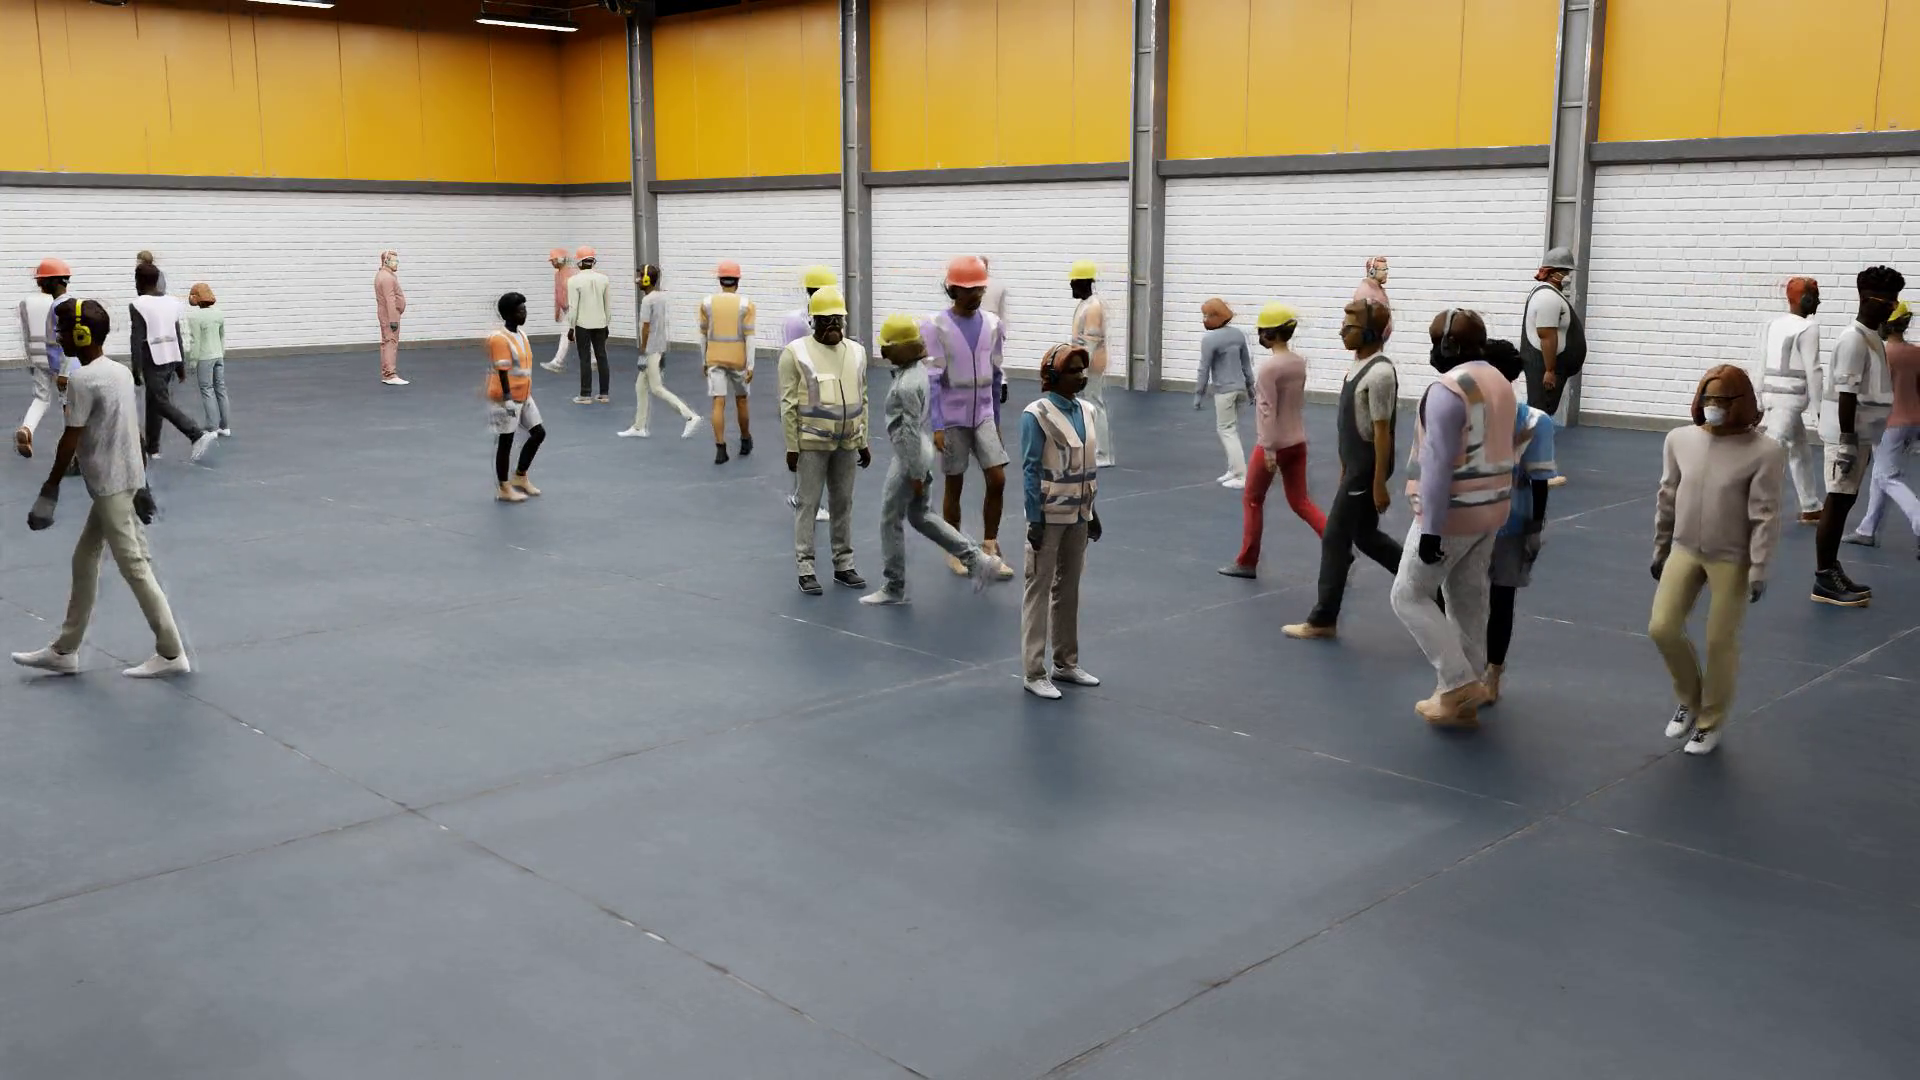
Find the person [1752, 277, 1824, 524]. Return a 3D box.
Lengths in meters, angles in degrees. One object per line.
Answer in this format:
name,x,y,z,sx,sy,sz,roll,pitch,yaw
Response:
person,6.032,-0.998,12.176,0.997,1.839,0.575,0,10,3

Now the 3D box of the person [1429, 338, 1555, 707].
person,2.332,-0.051,7.389,0.550,1.671,0.615,6,12,31

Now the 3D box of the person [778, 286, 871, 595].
person,-0.789,-0.598,9.972,0.588,1.833,0.404,-7,13,-34

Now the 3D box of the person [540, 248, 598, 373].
person,-6.071,-3.573,25.937,1.054,1.925,0.659,-7,13,-35

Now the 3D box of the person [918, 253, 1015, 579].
person,0.071,-0.734,10.210,0.618,2.021,0.646,-6,12,-28

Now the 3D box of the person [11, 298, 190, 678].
person,-4.183,-0.219,7.911,0.912,1.830,0.511,-2,11,-11

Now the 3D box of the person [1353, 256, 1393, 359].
person,4.418,-2.071,17.802,0.399,1.908,0.643,6,12,28

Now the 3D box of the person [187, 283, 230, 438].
person,-7.935,-1.885,17.535,0.282,1.633,0.500,2,11,13

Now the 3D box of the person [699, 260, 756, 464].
person,-2.193,-1.707,15.860,0.557,1.889,0.961,0,10,1

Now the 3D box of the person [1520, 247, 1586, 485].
person,5.116,-1.508,14.365,0.536,2.000,0.682,2,11,12

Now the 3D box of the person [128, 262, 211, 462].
person,-7.537,-1.677,15.737,0.911,1.887,0.597,2,11,12

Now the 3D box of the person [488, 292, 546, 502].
person,-3.547,-1.131,13.268,0.418,1.681,0.539,2,11,13

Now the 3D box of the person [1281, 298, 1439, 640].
person,2.175,-0.358,8.715,0.852,1.822,0.518,1,10,7

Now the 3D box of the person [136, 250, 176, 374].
person,-12.302,-3.461,25.397,0.673,1.899,0.664,-3,11,-14

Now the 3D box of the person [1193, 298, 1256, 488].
person,2.256,-1.235,14.051,0.519,1.595,0.494,-10,14,-44

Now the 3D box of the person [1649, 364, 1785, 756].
person,3.050,0.091,6.778,0.378,1.613,0.524,-9,14,-42

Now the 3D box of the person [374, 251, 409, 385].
person,-8.149,-3.180,23.861,0.401,1.904,0.650,-5,12,-27

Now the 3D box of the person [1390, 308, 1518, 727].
person,2.145,-0.083,7.191,0.435,1.823,0.660,10,14,43

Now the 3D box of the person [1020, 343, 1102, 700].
person,0.469,-0.095,7.754,0.309,1.641,0.513,9,14,40

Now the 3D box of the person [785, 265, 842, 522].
person,-1.045,-1.068,12.307,0.419,1.911,0.618,5,11,24

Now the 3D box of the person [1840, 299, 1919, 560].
person,6.296,-0.751,11.107,0.551,1.729,0.836,-5,11,-24

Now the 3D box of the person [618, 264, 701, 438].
person,-3.182,-1.975,17.479,0.867,1.841,0.523,1,10,4

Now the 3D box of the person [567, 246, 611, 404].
person,-4.726,-2.735,21.181,0.378,1.995,0.609,10,14,44

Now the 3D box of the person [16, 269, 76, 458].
person,-8.688,-1.685,15.833,0.578,1.862,0.774,1,10,3

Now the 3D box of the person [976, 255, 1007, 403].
person,0.295,-2.590,20.672,0.650,1.893,0.622,-6,12,-29

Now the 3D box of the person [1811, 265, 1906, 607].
person,5.208,-0.608,9.675,0.380,1.959,0.608,7,13,34

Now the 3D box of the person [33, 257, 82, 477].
person,-7.956,-1.530,14.768,0.362,1.935,0.553,-4,11,-20

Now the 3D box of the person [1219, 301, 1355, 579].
person,2.017,-0.589,10.170,0.810,1.734,0.532,9,14,42

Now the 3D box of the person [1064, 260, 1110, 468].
person,1.049,-1.591,15.173,0.762,1.901,0.627,-1,10,-7

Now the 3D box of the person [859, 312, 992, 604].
person,-0.211,-0.445,9.470,0.701,1.706,0.512,2,11,10
